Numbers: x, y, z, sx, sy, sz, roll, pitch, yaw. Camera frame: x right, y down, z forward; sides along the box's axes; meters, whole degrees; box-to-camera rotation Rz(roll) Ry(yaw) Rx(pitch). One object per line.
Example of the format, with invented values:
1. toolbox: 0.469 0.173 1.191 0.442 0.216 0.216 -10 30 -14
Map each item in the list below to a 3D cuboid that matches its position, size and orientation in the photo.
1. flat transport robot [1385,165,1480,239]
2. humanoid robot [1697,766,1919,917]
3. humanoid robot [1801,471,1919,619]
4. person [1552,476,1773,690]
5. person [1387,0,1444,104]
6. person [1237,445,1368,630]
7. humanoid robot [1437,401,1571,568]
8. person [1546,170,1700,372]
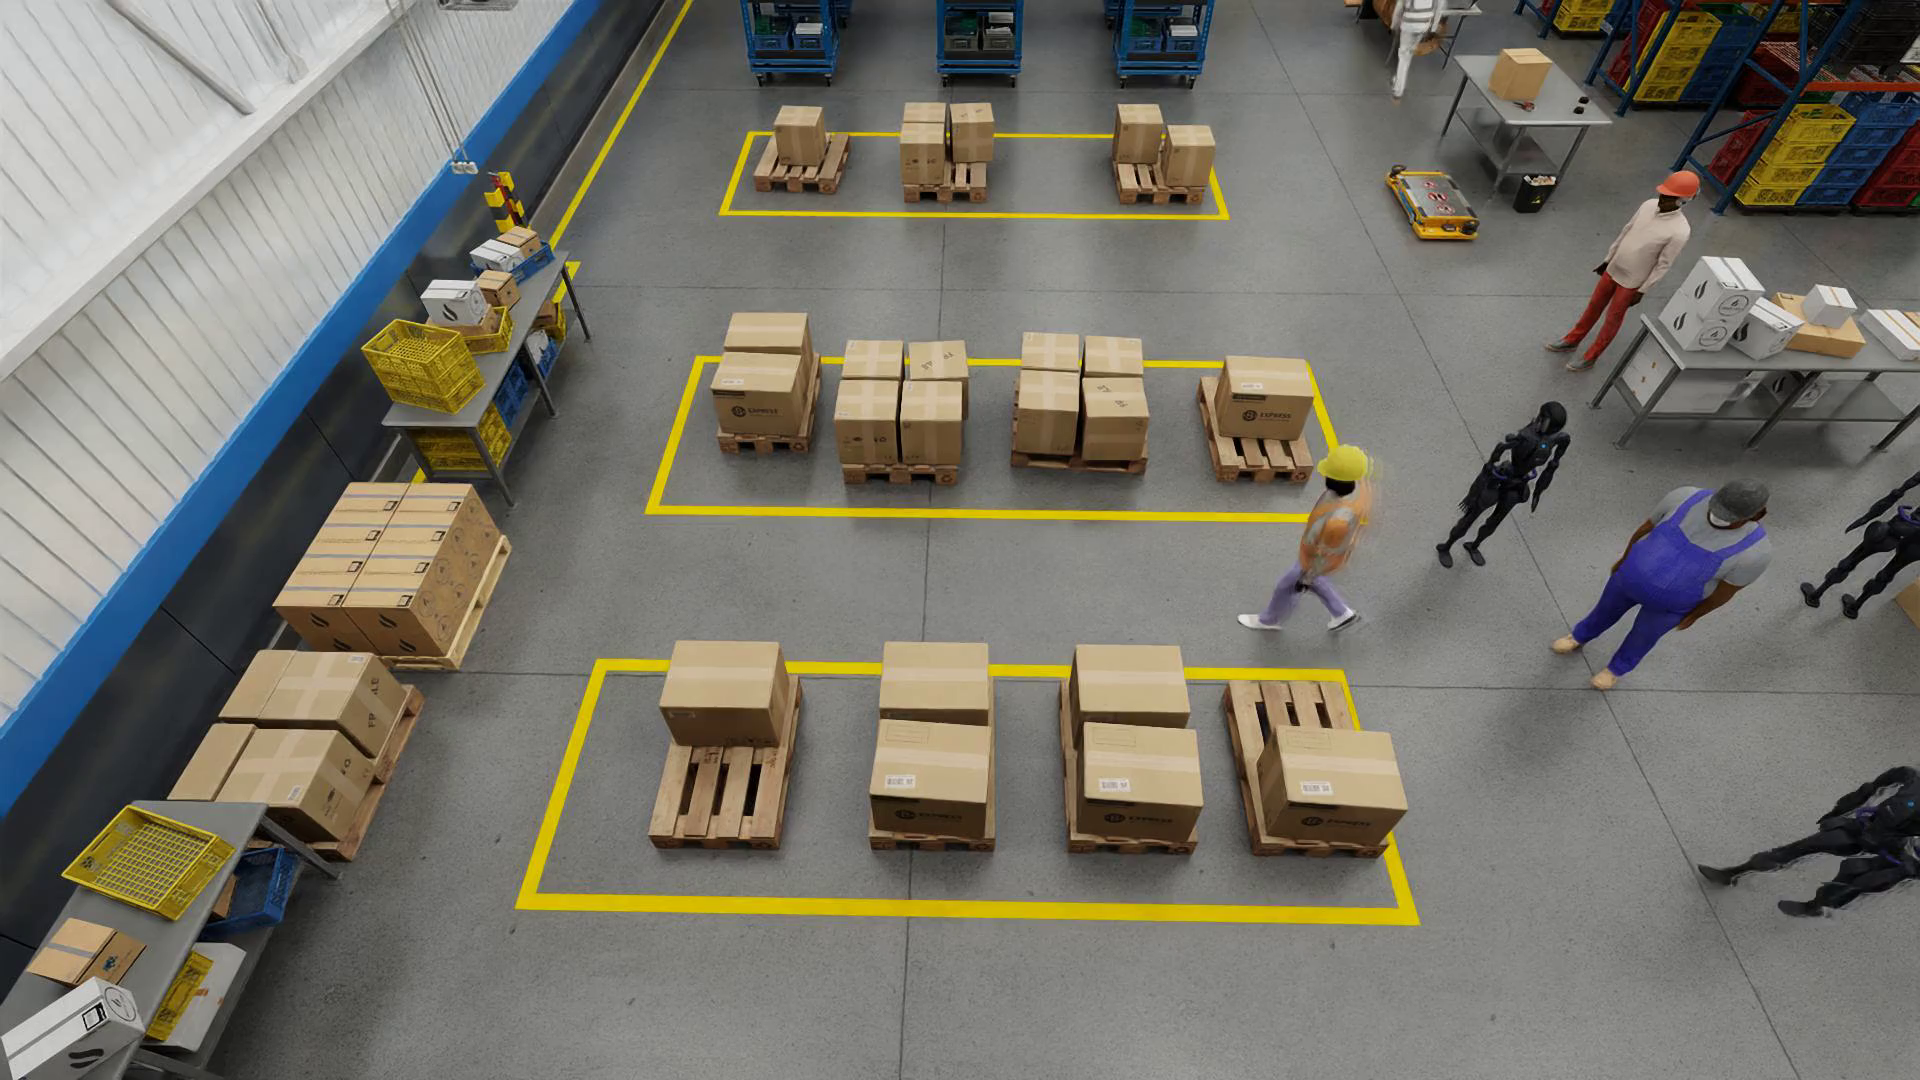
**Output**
1. flat transport robot: 5.692 -4.094 11.059 0.652 0.197 1.431 1 49 1
2. humanoid robot: 5.000 1.732 5.127 0.748 1.627 0.573 1 49 1
3. humanoid robot: 6.901 -0.068 6.657 0.579 1.651 0.307 20 52 16
4. person: 4.681 0.283 6.118 0.535 2.000 0.683 -20 52 -16
5. person: 6.217 -7.087 12.626 0.603 1.839 0.795 1 49 1
6. person: 2.545 0.075 6.391 0.722 1.893 0.603 19 52 16
7. humanoid robot: 4.134 -0.391 6.939 0.555 1.653 0.319 -1 49 -1
8. person: 6.205 -2.475 8.535 0.376 1.995 0.610 -7 49 -6
